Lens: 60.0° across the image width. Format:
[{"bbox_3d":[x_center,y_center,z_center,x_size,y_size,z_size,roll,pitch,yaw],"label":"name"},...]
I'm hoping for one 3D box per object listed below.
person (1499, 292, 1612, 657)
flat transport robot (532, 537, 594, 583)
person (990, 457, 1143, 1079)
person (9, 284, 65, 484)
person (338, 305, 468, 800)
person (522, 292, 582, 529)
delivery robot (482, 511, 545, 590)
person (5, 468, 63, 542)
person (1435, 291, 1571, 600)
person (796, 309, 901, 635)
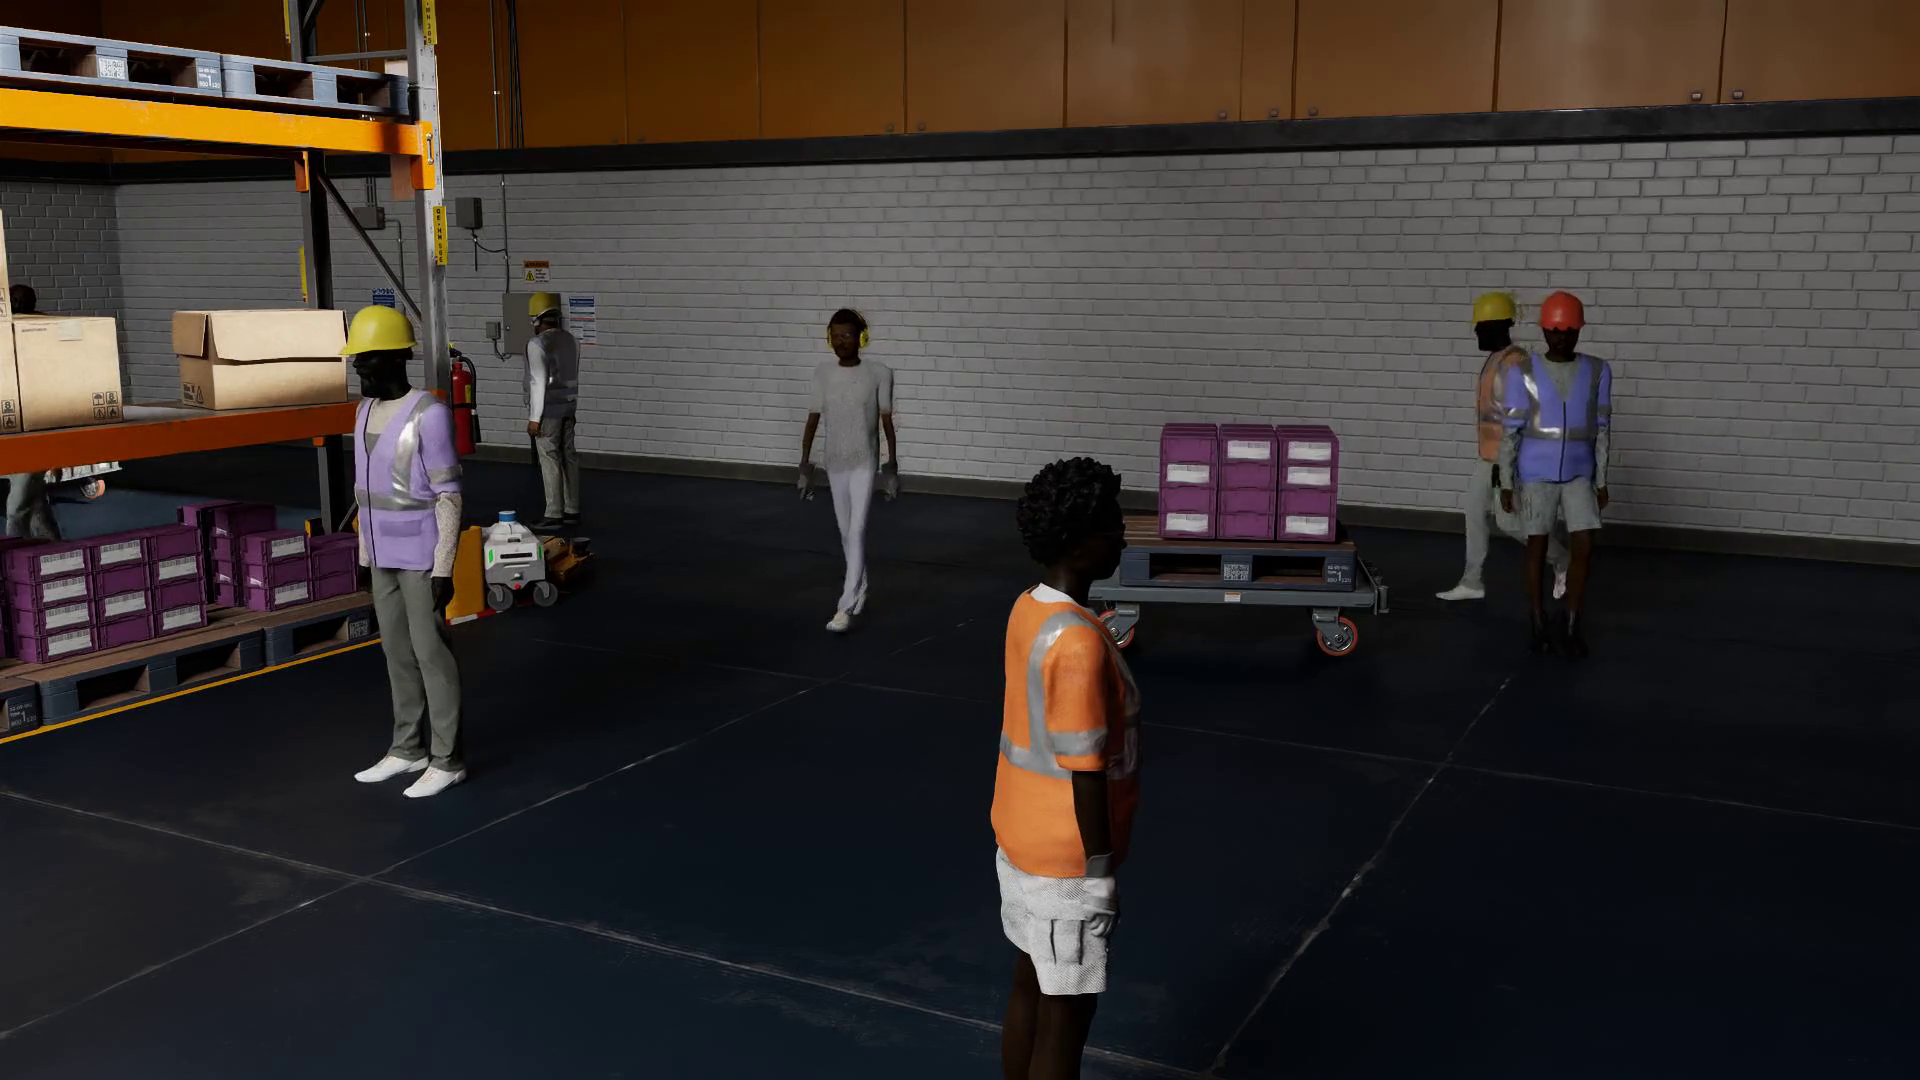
[{"bbox_3d":[3.129,-0.327,8.718,0.586,1.918,0.615,1,10,9],"label":"person"},{"bbox_3d":[-3.201,0.115,10.928,1.431,0.197,0.652,1,10,4],"label":"flat transport robot"},{"bbox_3d":[0.236,0.664,3.625,0.317,1.697,0.534,-2,10,-11],"label":"person"},{"bbox_3d":[-8.432,-1.387,15.079,0.429,1.845,0.621,3,10,18],"label":"person"},{"bbox_3d":[-2.188,0.051,6.508,0.594,1.924,0.382,8,13,38],"label":"person"},{"bbox_3d":[-3.162,-0.996,12.851,0.403,1.827,0.598,3,10,19],"label":"person"},{"bbox_3d":[-2.741,0.067,10.112,0.477,0.478,0.707,-4,10,-22],"label":"delivery robot"},{"bbox_3d":[-5.841,-0.479,10.188,0.517,1.710,0.795,5,11,29],"label":"person"},{"bbox_3d":[3.349,-0.548,10.054,0.766,1.900,0.590,0,10,-2],"label":"person"},{"bbox_3d":[-0.643,-0.404,9.479,0.557,1.817,0.999,2,10,14],"label":"person"}]
